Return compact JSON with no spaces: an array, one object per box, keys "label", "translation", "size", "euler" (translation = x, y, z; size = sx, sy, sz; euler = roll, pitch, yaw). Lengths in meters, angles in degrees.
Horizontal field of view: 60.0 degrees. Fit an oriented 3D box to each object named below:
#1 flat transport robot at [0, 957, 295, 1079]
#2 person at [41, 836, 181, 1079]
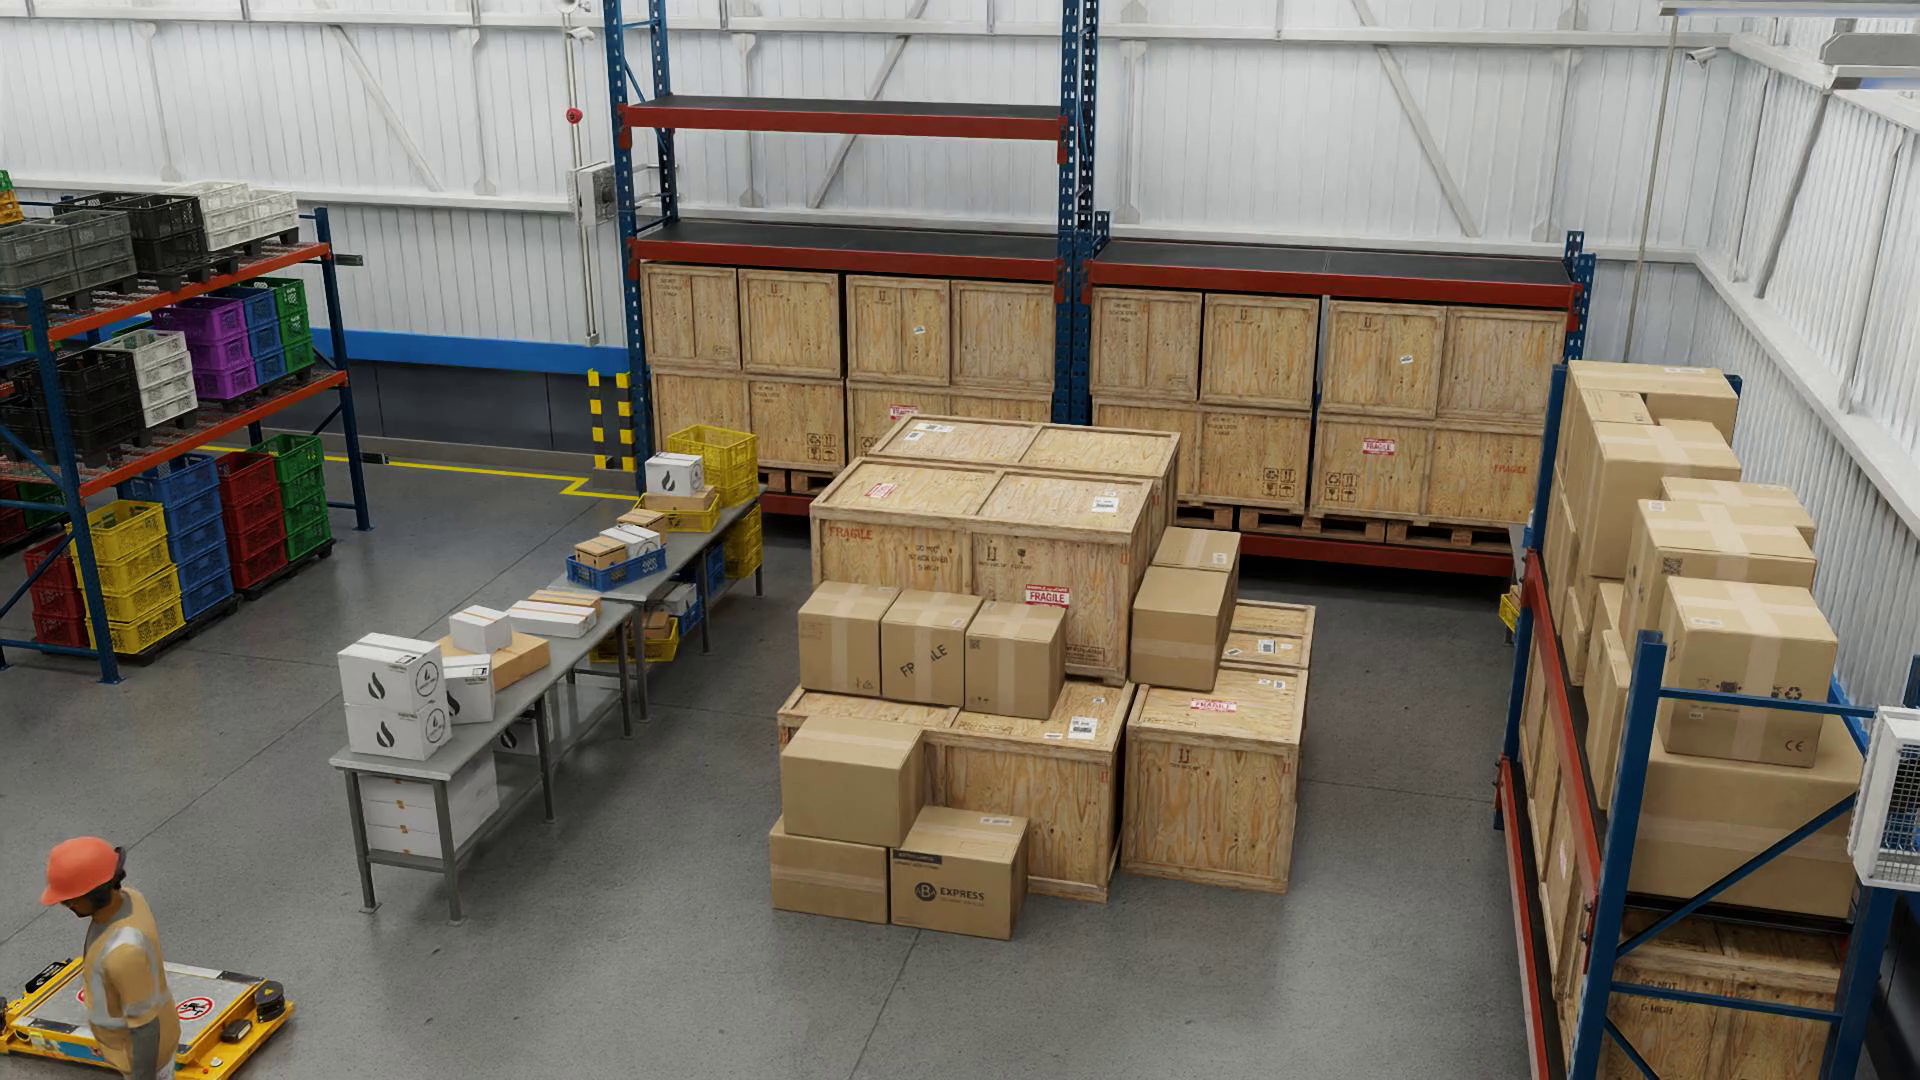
[{"label":"flat transport robot","translation":[-4.270,2.464,8.601],"size":[1.431,0.231,0.659],"euler":[5,22,13]},{"label":"person","translation":[-3.490,2.131,7.001],"size":[0.391,2.035,0.604],"euler":[-11,24,-27]}]
